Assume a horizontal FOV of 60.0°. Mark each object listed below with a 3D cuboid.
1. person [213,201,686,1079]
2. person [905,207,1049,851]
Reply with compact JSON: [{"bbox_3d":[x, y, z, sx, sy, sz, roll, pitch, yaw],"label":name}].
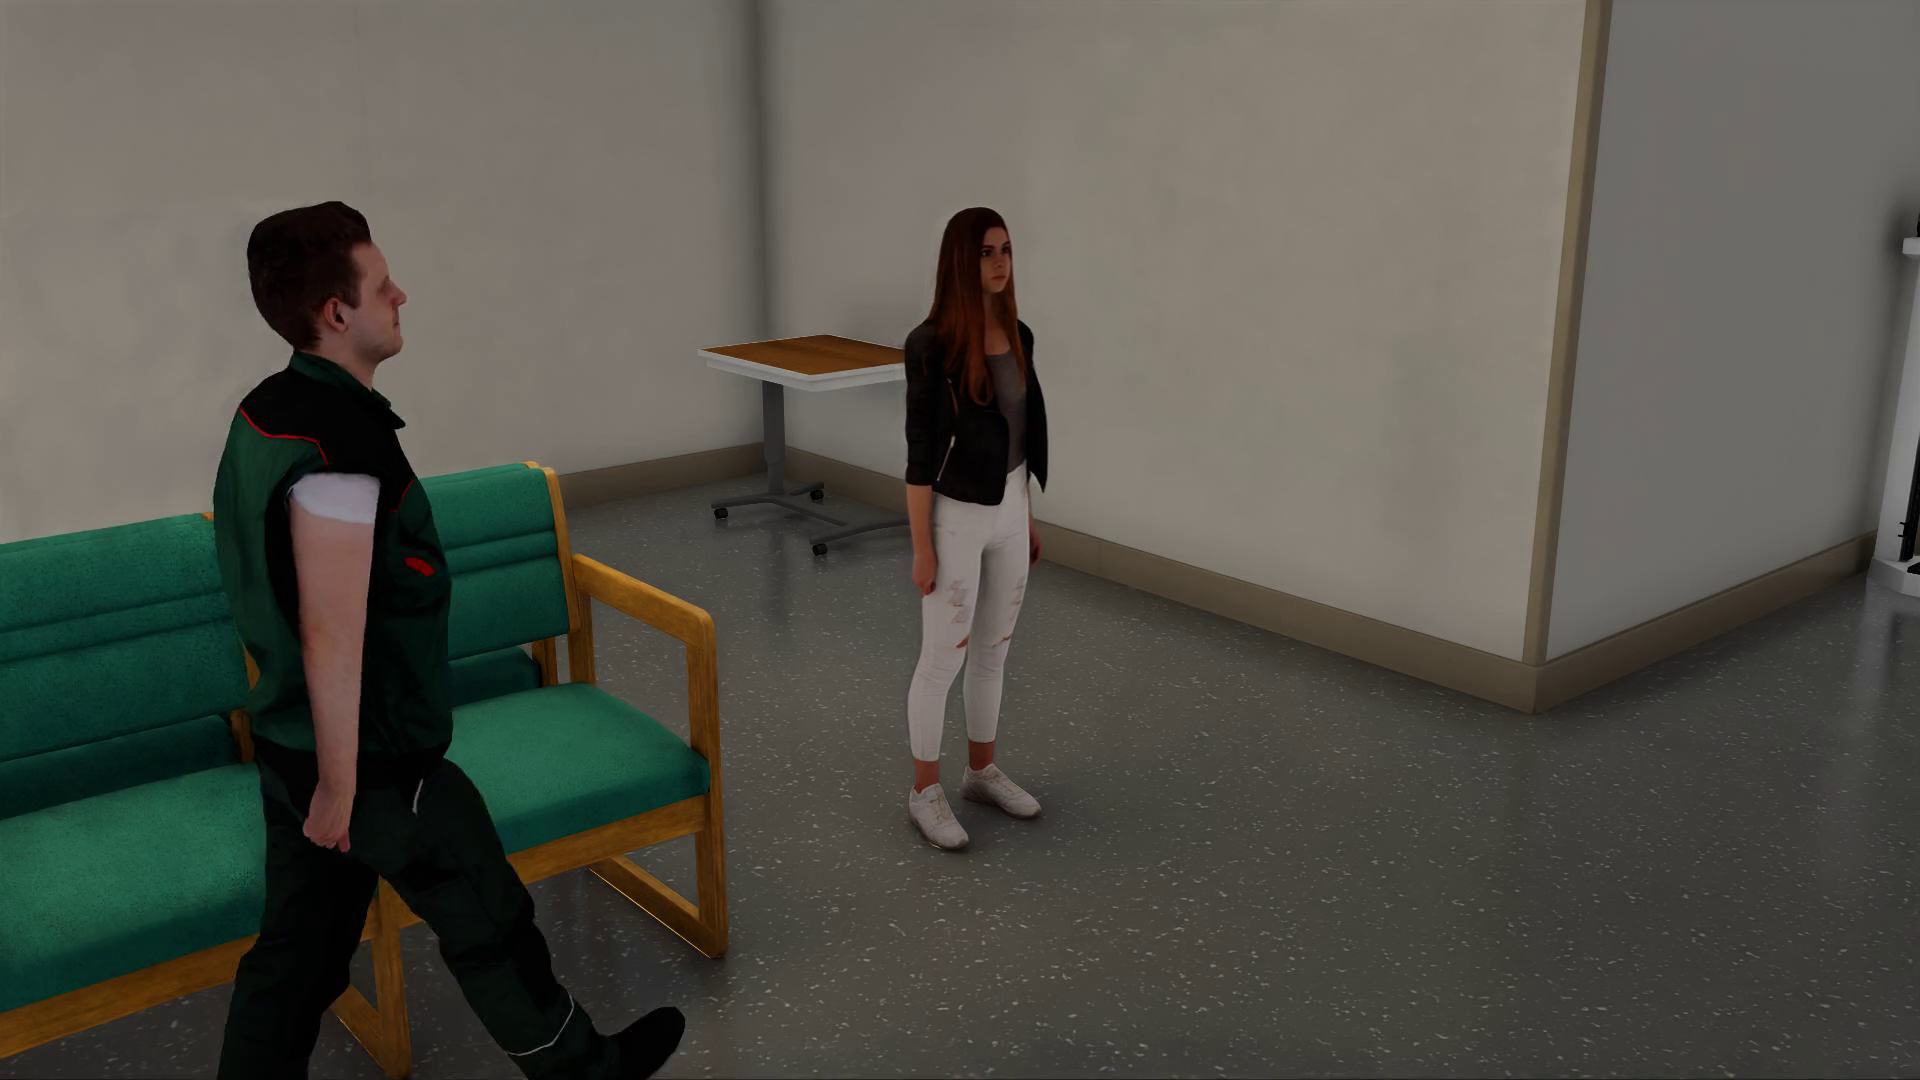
[{"bbox_3d":[-1.115,0.377,2.850,0.709,1.791,1.018,-13,21,-39],"label":"person"},{"bbox_3d":[0.035,-0.039,4.490,0.615,1.703,0.527,-14,21,-41],"label":"person"}]
